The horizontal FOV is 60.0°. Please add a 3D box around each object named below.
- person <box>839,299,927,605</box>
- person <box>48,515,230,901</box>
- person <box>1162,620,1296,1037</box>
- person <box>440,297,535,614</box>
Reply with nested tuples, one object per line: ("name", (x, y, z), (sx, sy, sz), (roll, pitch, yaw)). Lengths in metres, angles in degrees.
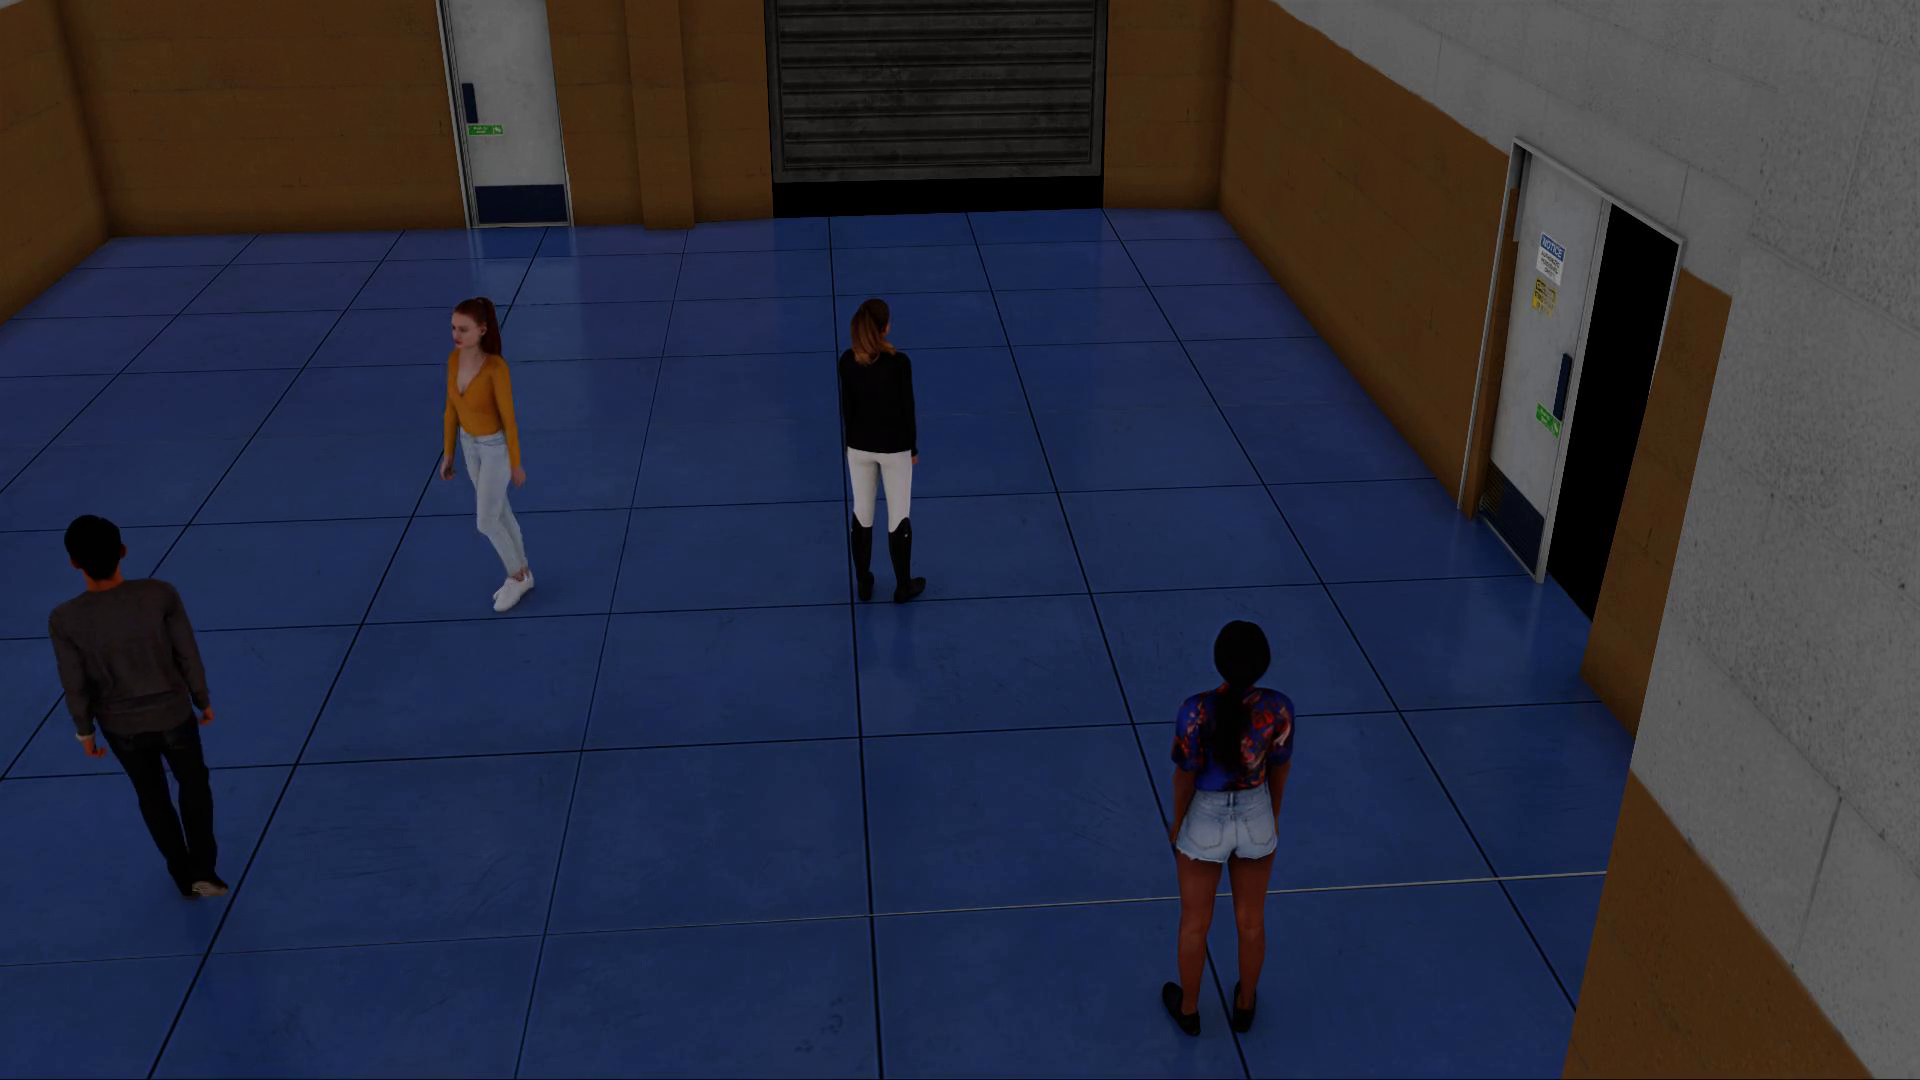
("person", (-0.431, -0.466, 8.914), (0.598, 1.729, 0.706), (7, 28, 14))
("person", (-3.181, 0.736, 6.525), (0.867, 1.763, 0.896), (5, 27, 11))
("person", (0.955, 1.038, 5.951), (0.443, 1.742, 0.639), (-2, 27, -4))
("person", (-2.471, -0.482, 8.955), (0.706, 1.737, 0.770), (18, 32, 31))
